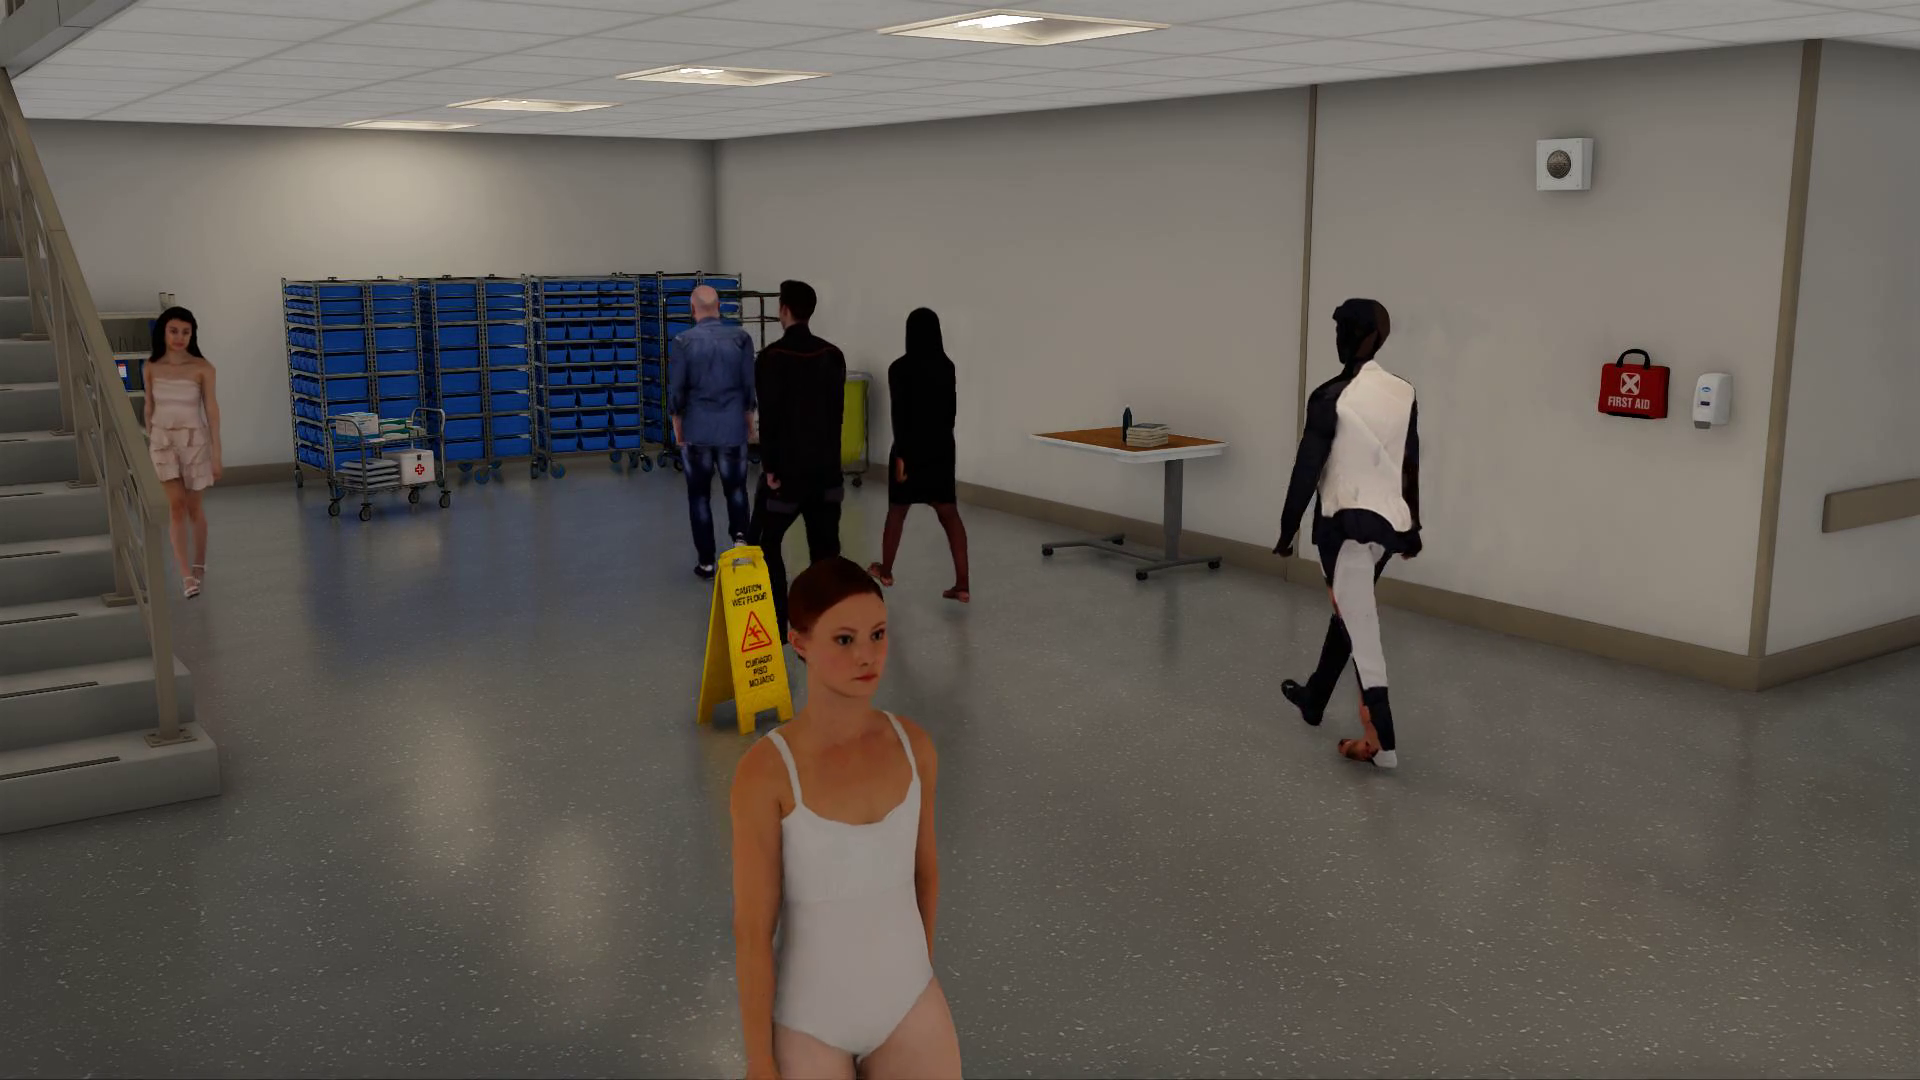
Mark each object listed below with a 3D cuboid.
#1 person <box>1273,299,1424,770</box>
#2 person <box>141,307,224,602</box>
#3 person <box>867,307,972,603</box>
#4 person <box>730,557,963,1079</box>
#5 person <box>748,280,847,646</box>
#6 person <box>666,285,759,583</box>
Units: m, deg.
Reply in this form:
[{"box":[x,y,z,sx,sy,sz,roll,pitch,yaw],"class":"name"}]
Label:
[{"box":[1.657,0.002,6.675,0.786,1.859,1.095,-6,12,-28],"class":"person"},{"box":[-4.519,-0.479,9.691,0.855,1.679,1.084,-1,11,-5],"class":"person"},{"box":[-0.154,-0.436,9.499,0.669,1.667,1.201,-7,13,-31],"class":"person"},{"box":[-0.235,0.828,2.936,0.594,1.631,0.605,-5,12,-26],"class":"person"},{"box":[-0.755,-0.338,8.372,0.703,1.894,0.728,-6,12,-30],"class":"person"},{"box":[-1.467,-0.616,10.065,0.864,1.808,0.966,-4,11,-18],"class":"person"}]
